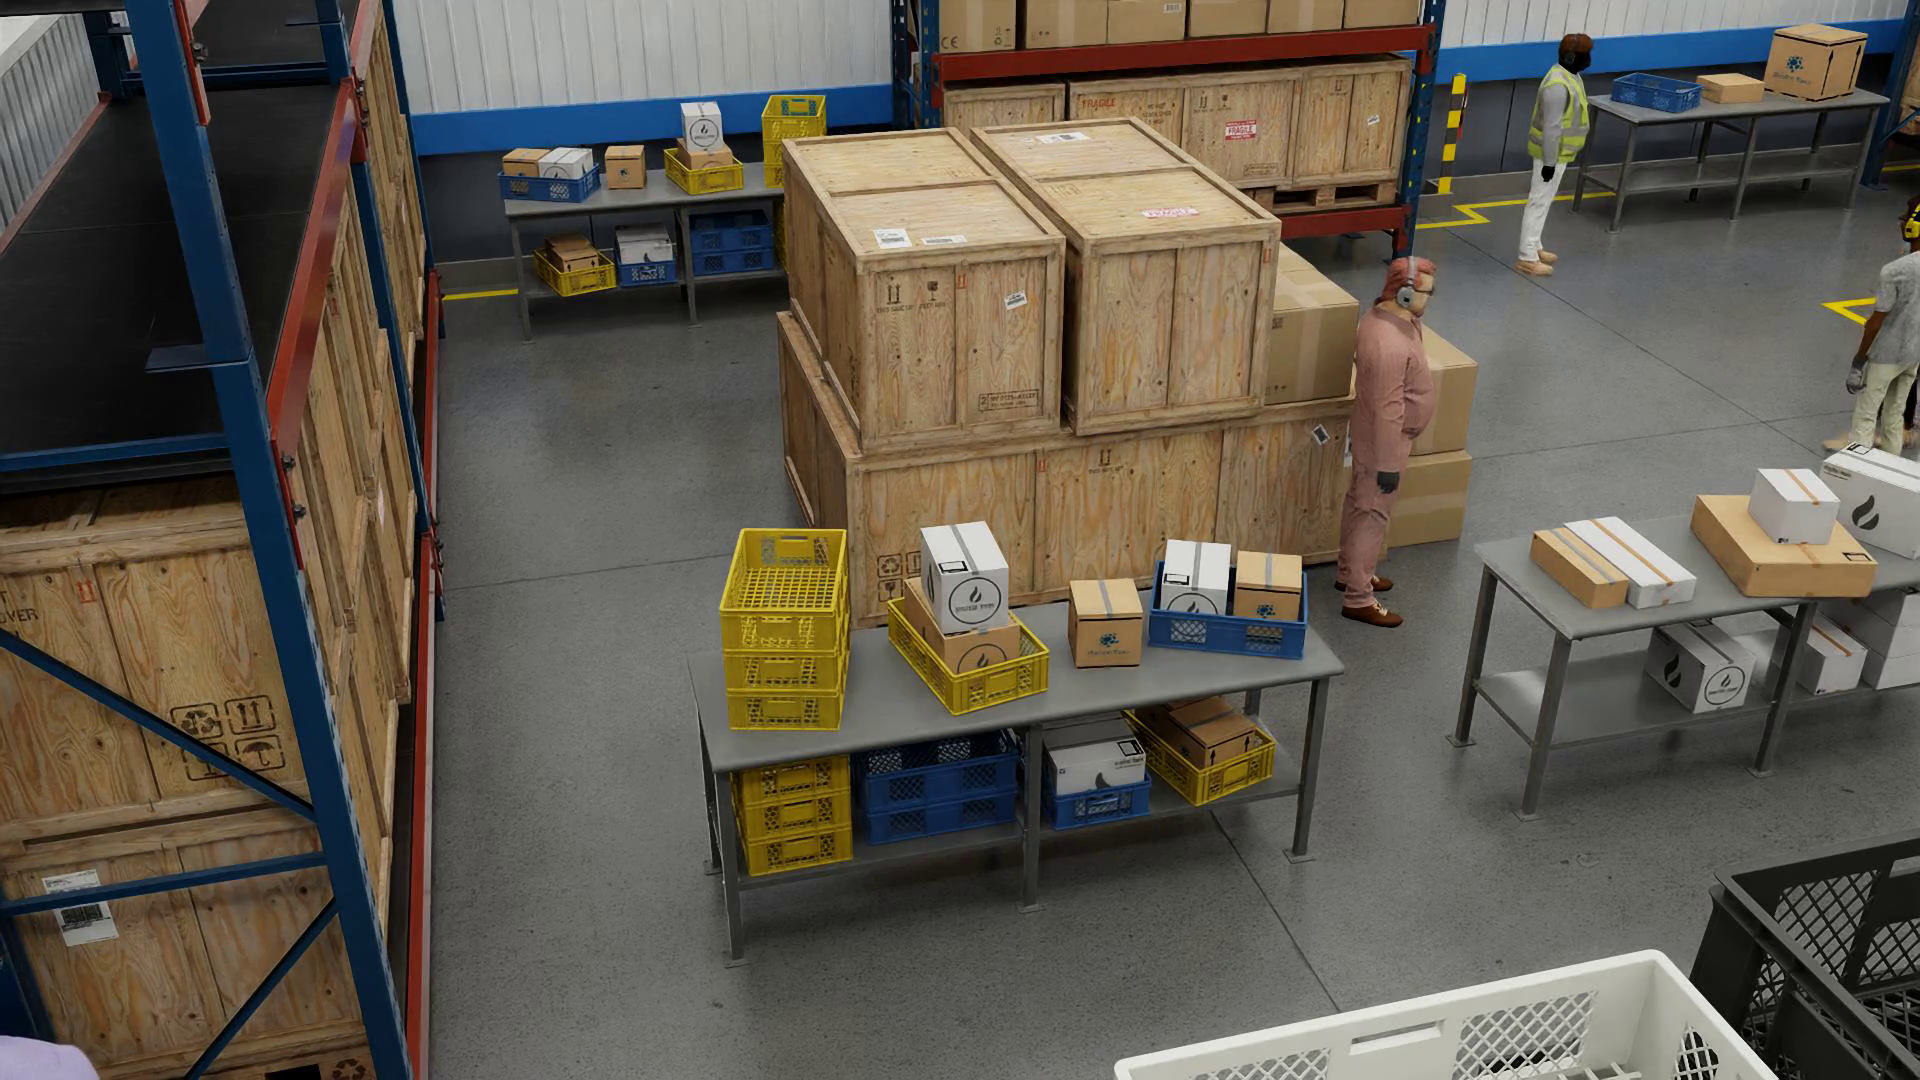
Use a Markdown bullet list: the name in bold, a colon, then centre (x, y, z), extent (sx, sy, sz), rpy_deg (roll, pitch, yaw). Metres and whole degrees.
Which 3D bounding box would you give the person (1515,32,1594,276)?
- **person**: centre (4.625, -3.002, 12.920), extent (0.429, 1.841, 0.634), rpy_deg (12, 31, 21)

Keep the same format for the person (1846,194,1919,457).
- **person**: centre (5.200, -1.011, 9.295), extent (0.502, 1.861, 0.328), rpy_deg (-8, 30, -14)

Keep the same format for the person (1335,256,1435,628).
- **person**: centre (2.133, -0.498, 8.312), extent (0.410, 1.907, 0.642), rpy_deg (3, 29, 6)

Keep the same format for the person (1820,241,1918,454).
- **person**: centre (5.608, -1.294, 9.991), extent (0.726, 1.668, 0.549), rpy_deg (2, 29, 3)

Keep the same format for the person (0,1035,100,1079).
- **person**: centre (-2.339, 1.756, 4.186), extent (0.629, 1.939, 0.372), rpy_deg (0, 29, 0)
